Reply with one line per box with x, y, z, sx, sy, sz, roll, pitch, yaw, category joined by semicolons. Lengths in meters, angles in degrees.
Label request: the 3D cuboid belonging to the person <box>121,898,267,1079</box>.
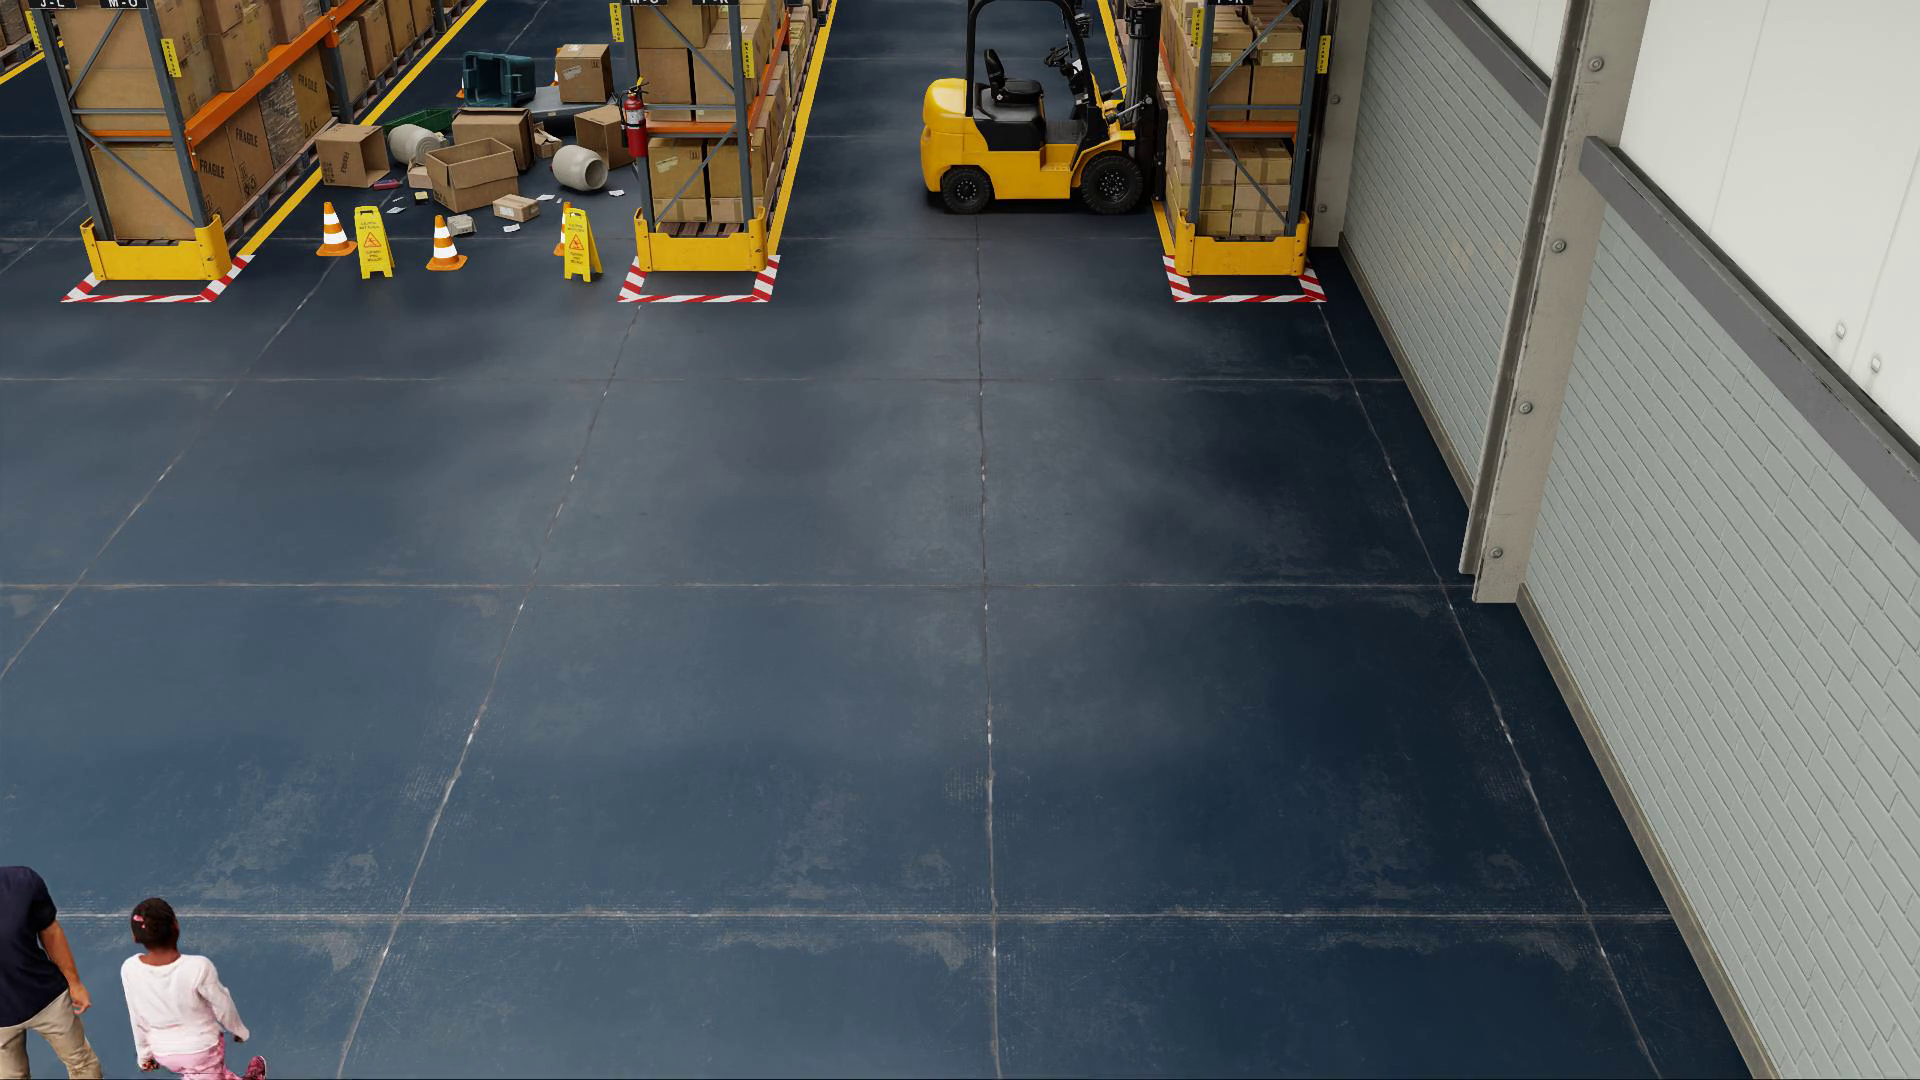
-3.155;2.105;6.745;0.630;1.412;0.996;3;32;4;person

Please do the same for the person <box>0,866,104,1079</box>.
-3.812;1.853;6.726;0.706;1.859;0.715;-19;37;-28;person
